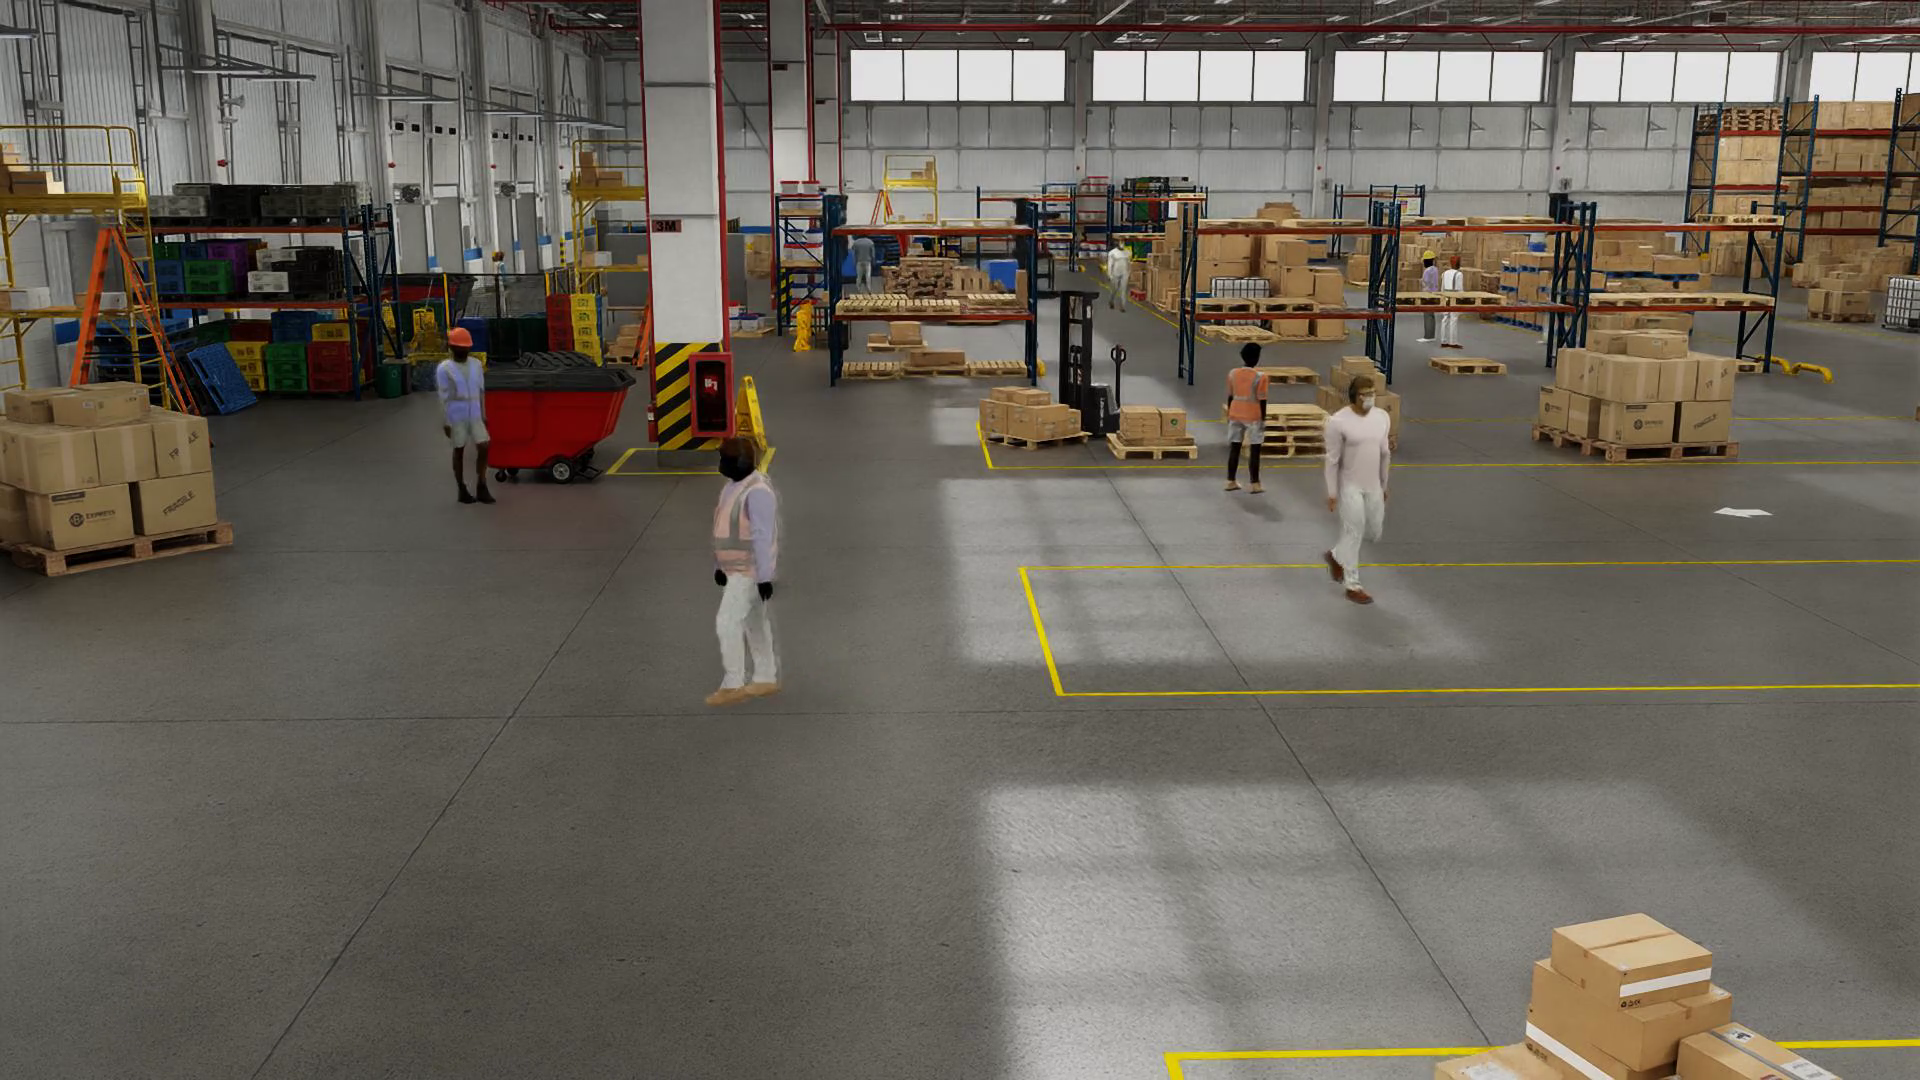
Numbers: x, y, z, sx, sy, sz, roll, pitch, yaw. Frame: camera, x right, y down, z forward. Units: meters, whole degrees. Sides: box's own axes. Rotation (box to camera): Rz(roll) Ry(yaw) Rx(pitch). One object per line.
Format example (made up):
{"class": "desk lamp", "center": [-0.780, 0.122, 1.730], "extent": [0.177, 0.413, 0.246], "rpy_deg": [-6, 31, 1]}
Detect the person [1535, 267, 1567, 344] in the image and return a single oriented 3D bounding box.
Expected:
{"class": "person", "center": [12.339, -4.875, 34.590], "extent": [0.560, 1.617, 0.535], "rpy_deg": [3, 13, 13]}

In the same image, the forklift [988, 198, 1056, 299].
{"class": "forklift", "center": [1.732, -8.194, 46.717], "extent": [1.873, 2.768, 1.129], "rpy_deg": [0, 12, -2]}

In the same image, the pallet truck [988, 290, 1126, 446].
{"class": "pallet truck", "center": [1.257, -2.299, 22.111], "extent": [1.885, 1.965, 0.823], "rpy_deg": [-9, 15, -35]}

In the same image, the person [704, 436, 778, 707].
{"class": "person", "center": [-1.544, 0.211, 11.183], "extent": [0.703, 1.818, 0.652], "rpy_deg": [-5, 14, -23]}

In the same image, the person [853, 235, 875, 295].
{"class": "person", "center": [-2.784, -8.006, 48.036], "extent": [0.635, 1.931, 0.388], "rpy_deg": [-1, 13, -3]}

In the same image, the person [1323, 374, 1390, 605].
{"class": "person", "center": [3.288, -0.447, 13.923], "extent": [0.640, 1.918, 0.619], "rpy_deg": [-6, 14, -26]}

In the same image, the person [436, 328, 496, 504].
{"class": "person", "center": [-5.269, -1.308, 17.816], "extent": [0.581, 1.913, 0.692], "rpy_deg": [-11, 17, -42]}

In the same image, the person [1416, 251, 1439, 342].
{"class": "person", "center": [9.886, -5.138, 35.124], "extent": [0.392, 1.919, 0.581], "rpy_deg": [7, 14, 30]}

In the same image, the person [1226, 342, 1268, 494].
{"class": "person", "center": [3.207, -1.359, 18.567], "extent": [0.539, 1.691, 0.316], "rpy_deg": [10, 16, 39]}

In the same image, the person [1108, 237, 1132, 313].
{"class": "person", "center": [4.074, -6.813, 42.689], "extent": [0.640, 1.920, 0.833], "rpy_deg": [-3, 13, -11]}

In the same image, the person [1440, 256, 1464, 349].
{"class": "person", "center": [9.987, -4.809, 33.708], "extent": [0.356, 1.883, 0.573], "rpy_deg": [-6, 14, -25]}

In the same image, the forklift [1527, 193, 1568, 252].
{"class": "forklift", "center": [20.716, -10.668, 57.888], "extent": [1.873, 2.768, 1.129], "rpy_deg": [0, 12, -2]}

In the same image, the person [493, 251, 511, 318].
{"class": "person", "center": [-11.295, -6.262, 40.846], "extent": [0.312, 1.633, 0.519], "rpy_deg": [-11, 16, -40]}

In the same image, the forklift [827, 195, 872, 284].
{"class": "forklift", "center": [-3.838, -9.487, 52.554], "extent": [1.873, 2.768, 1.129], "rpy_deg": [-7, 14, -28]}

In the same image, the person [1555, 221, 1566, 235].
{"class": "person", "center": [19.957, -9.597, 55.221], "extent": [0.542, 1.929, 0.368], "rpy_deg": [-10, 16, -39]}
